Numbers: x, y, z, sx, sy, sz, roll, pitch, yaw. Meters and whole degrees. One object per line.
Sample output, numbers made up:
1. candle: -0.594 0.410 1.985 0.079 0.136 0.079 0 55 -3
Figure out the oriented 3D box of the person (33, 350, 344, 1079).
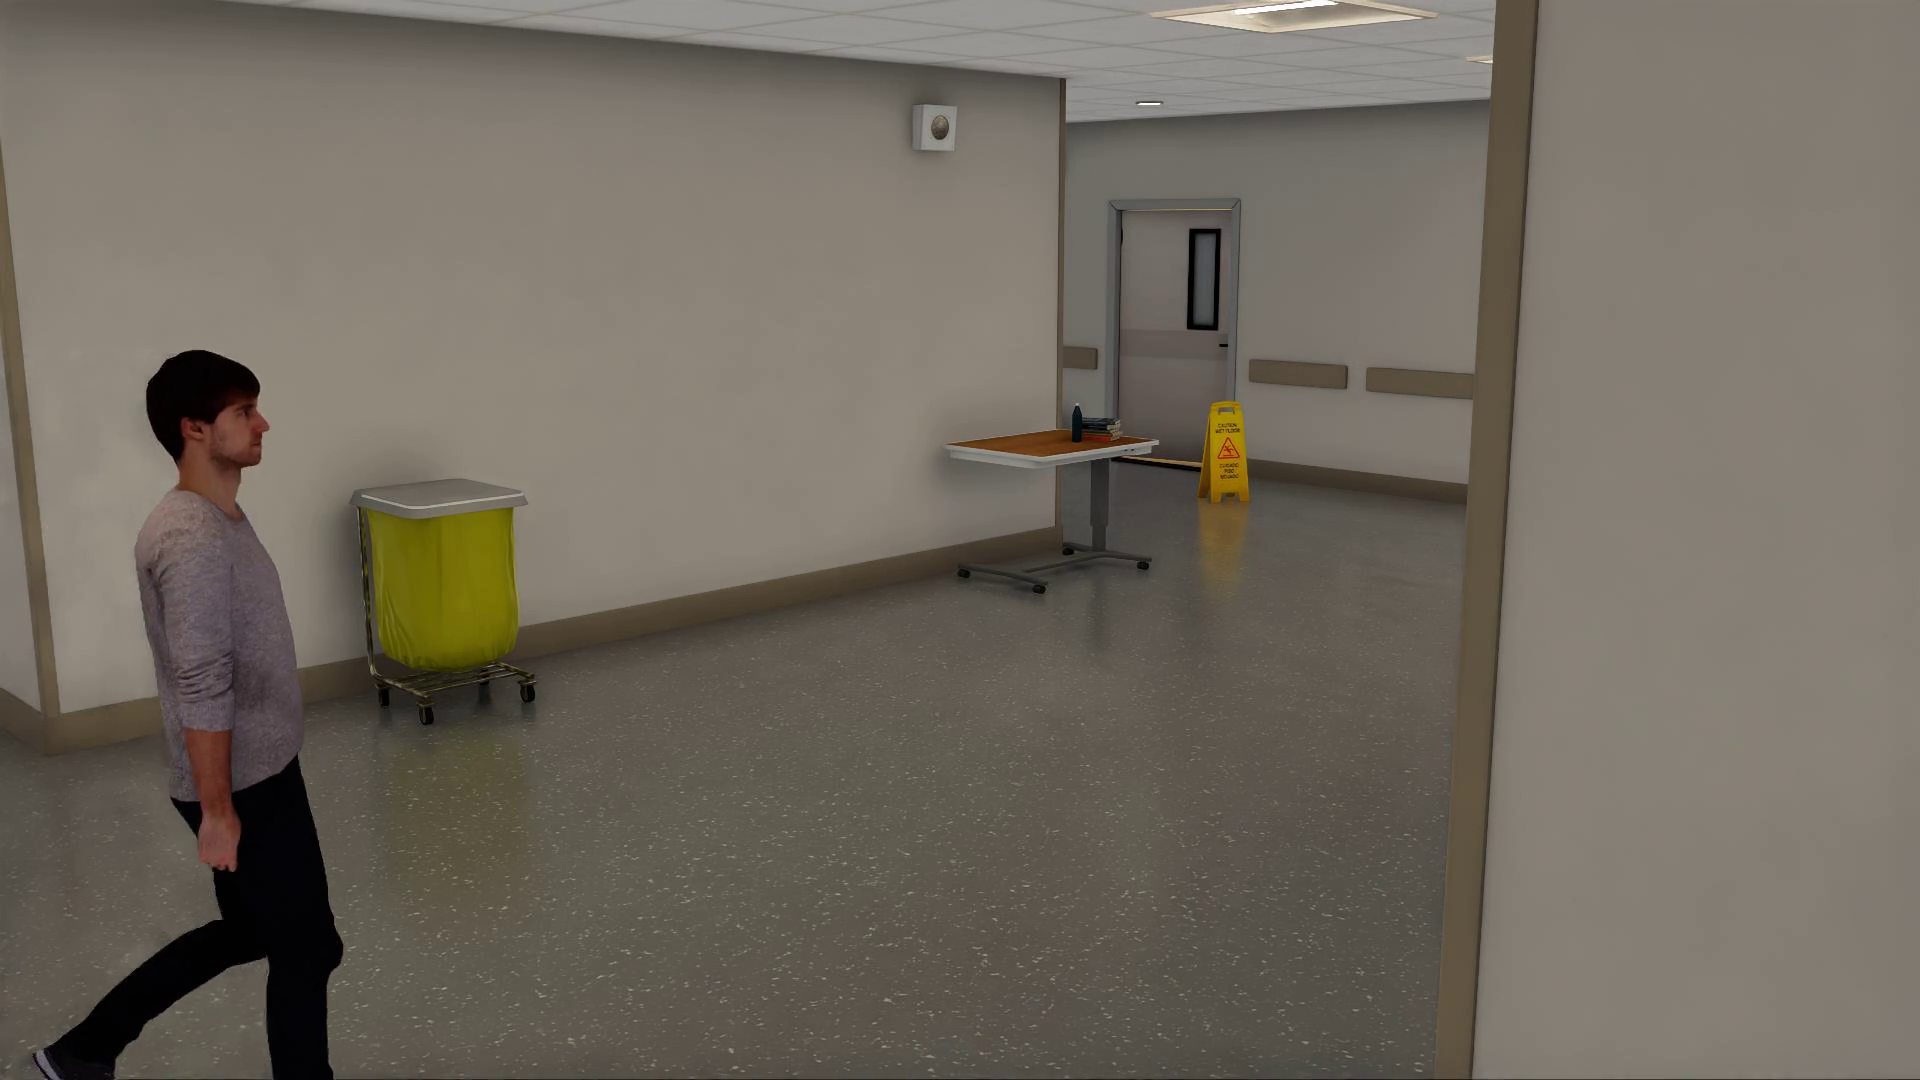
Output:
1. person: -1.645 0.523 3.587 1.024 1.821 1.094 -3 11 -17
